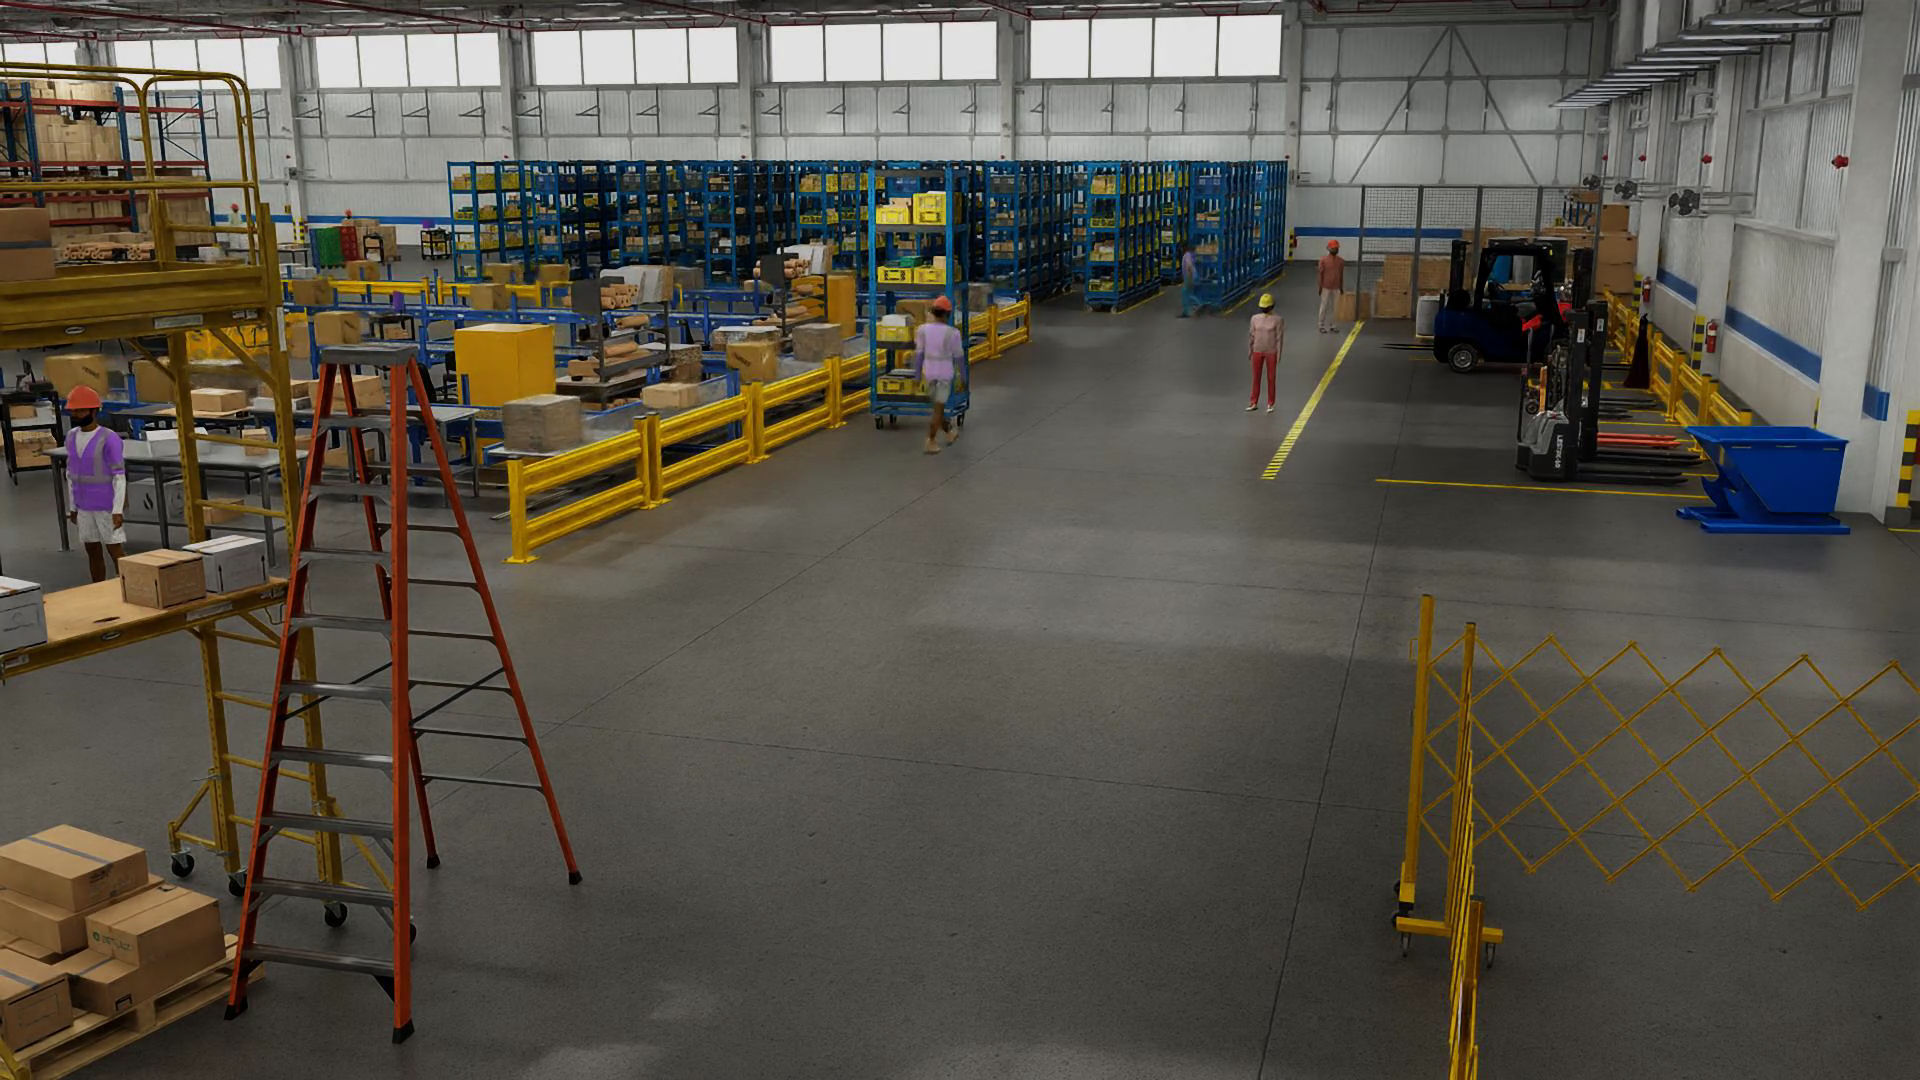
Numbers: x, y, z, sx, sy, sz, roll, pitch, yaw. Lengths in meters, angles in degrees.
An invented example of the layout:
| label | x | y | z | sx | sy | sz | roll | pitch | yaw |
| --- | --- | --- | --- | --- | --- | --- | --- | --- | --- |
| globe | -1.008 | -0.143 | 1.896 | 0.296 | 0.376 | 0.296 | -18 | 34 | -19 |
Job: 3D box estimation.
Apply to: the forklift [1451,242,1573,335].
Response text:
| label | x | y | z | sx | sy | sz | roll | pitch | yaw |
| --- | --- | --- | --- | --- | --- | --- | --- | --- | --- |
| forklift | 10.464 | -4.597 | 31.405 | 2.680 | 1.987 | 1.157 | 4 | 14 | 16 |

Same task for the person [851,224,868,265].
| label | x | y | z | sx | sy | sz | roll | pitch | yaw |
| --- | --- | --- | --- | --- | --- | --- | --- | --- | --- |
| person | -3.004 | -8.568 | 49.569 | 0.589 | 1.833 | 0.404 | -4 | 14 | -18 |

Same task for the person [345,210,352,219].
| label | x | y | z | sx | sy | sz | roll | pitch | yaw |
| --- | --- | --- | --- | --- | --- | --- | --- | --- | --- |
| person | -22.824 | -11.456 | 62.214 | 0.333 | 1.749 | 0.575 | 5 | 14 | 20 |

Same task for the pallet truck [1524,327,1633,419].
| label | x | y | z | sx | sy | sz | roll | pitch | yaw |
| --- | --- | --- | --- | --- | --- | --- | --- | --- | --- |
| pallet truck | 9.065 | -2.460 | 24.370 | 1.522 | 1.261 | 0.704 | 3 | 13 | 14 |

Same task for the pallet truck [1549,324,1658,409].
| label | x | y | z | sx | sy | sz | roll | pitch | yaw |
| --- | --- | --- | --- | --- | --- | --- | --- | --- | --- |
| pallet truck | 9.824 | -2.669 | 25.407 | 1.601 | 1.201 | 0.680 | 4 | 14 | 16 |

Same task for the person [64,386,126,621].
| label | x | y | z | sx | sy | sz | roll | pitch | yaw |
| --- | --- | --- | --- | --- | --- | --- | --- | --- | --- |
| person | -7.068 | -0.295 | 13.598 | 0.546 | 1.942 | 0.353 | 4 | 14 | 17 |

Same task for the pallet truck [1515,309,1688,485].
| label | x | y | z | sx | sy | sz | roll | pitch | yaw |
| --- | --- | --- | --- | --- | --- | --- | --- | --- | --- |
| pallet truck | 7.554 | -1.677 | 19.446 | 1.885 | 1.965 | 0.823 | 3 | 13 | 14 |

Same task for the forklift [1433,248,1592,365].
| label | x | y | z | sx | sy | sz | roll | pitch | yaw |
| --- | --- | --- | --- | --- | --- | --- | --- | --- | --- |
| forklift | 9.780 | -4.111 | 29.280 | 2.680 | 1.987 | 1.157 | 3 | 13 | 14 |

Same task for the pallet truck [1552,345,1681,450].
| label | x | y | z | sx | sy | sz | roll | pitch | yaw |
| --- | --- | --- | --- | --- | --- | --- | --- | --- | --- |
| pallet truck | 8.641 | -1.896 | 21.908 | 1.630 | 1.274 | 0.653 | 4 | 14 | 16 |

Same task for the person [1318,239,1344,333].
| label | x | y | z | sx | sy | sz | roll | pitch | yaw |
| --- | --- | --- | --- | --- | --- | --- | --- | --- | --- |
| person | 7.963 | -5.443 | 35.707 | 0.622 | 1.996 | 0.369 | -5 | 14 | -19 |

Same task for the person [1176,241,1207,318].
| label | x | y | z | sx | sy | sz | roll | pitch | yaw |
| --- | --- | --- | --- | --- | --- | --- | --- | --- | --- |
| person | 5.425 | -6.119 | 39.049 | 0.633 | 1.807 | 0.570 | 2 | 13 | 8 |

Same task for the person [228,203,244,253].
| label | x | y | z | sx | sy | sz | roll | pitch | yaw |
| --- | --- | --- | --- | --- | --- | --- | --- | --- | --- |
| person | -27.554 | -11.820 | 63.317 | 0.557 | 1.969 | 0.688 | 7 | 15 | 29 |

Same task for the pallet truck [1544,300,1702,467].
| label | x | y | z | sx | sy | sz | roll | pitch | yaw |
| --- | --- | --- | --- | --- | --- | --- | --- | --- | --- |
| pallet truck | 8.263 | -1.952 | 20.631 | 1.885 | 1.965 | 0.823 | 5 | 14 | 20 |

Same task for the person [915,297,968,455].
| label | x | y | z | sx | sy | sz | roll | pitch | yaw |
| --- | --- | --- | --- | --- | --- | --- | --- | --- | --- |
| person | -0.203 | -2.126 | 21.393 | 0.638 | 1.983 | 1.053 | 7 | 15 | 28 |

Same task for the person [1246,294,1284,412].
| label | x | y | z | sx | sy | sz | roll | pitch | yaw |
| --- | --- | --- | --- | --- | --- | --- | --- | --- | --- |
| person | 4.533 | -2.780 | 24.732 | 0.523 | 1.760 | 0.324 | 7 | 15 | 26 |
